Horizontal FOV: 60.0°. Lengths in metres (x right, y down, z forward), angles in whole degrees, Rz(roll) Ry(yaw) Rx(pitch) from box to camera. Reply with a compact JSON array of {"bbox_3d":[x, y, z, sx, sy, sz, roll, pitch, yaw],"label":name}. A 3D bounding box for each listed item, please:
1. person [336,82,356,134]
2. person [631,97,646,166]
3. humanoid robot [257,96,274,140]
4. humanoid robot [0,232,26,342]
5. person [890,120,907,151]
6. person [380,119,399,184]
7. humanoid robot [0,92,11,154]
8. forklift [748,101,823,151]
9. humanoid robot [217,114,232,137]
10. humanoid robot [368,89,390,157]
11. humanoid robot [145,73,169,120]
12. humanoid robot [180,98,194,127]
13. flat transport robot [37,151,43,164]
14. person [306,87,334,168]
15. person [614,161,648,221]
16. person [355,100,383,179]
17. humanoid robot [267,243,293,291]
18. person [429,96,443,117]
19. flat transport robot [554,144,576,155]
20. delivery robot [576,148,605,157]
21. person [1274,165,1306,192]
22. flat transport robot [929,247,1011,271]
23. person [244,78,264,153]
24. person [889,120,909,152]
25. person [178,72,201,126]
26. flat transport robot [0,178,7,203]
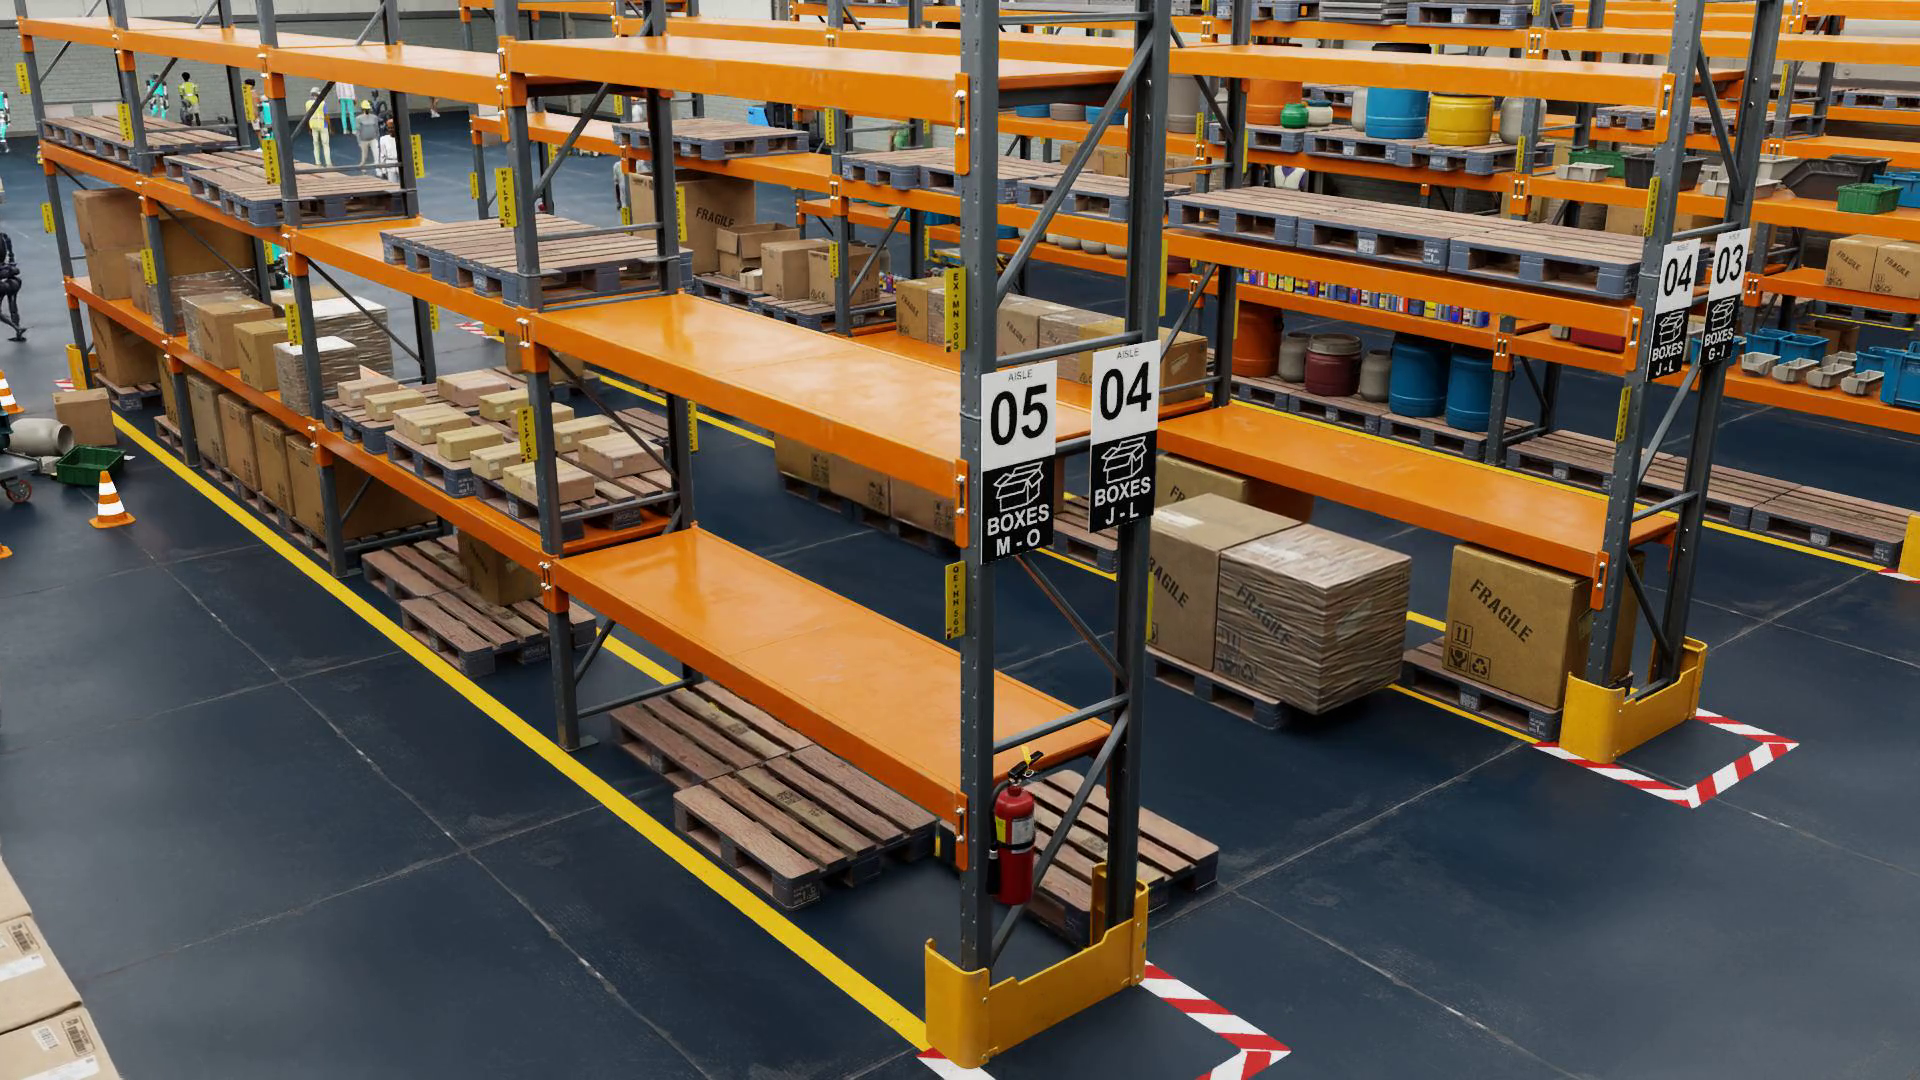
[{"bbox_3d":[-17.227,-12.380,46.688,0.499,1.914,0.368,2,19,5],"label":"person"},{"bbox_3d":[-7.272,-9.137,37.490,0.375,1.896,0.569,-2,19,-5],"label":"person"},{"bbox_3d":[-15.929,-9.334,38.294,0.918,1.772,0.544,16,25,38],"label":"humanoid robot"},{"bbox_3d":[-12.257,-3.361,21.368,0.427,1.647,0.601,3,20,7],"label":"humanoid robot"},{"bbox_3d":[-1.203,-7.407,32.817,0.519,1.712,0.476,-1,19,-4],"label":"person"},{"bbox_3d":[-10.572,-6.940,31.253,0.586,1.882,0.343,-1,19,-3],"label":"person"},{"bbox_3d":[-23.997,-10.451,41.467,0.530,1.730,0.983,-6,20,-16],"label":"humanoid robot"},{"bbox_3d":[-4.526,-11.368,42.374,1.129,2.768,1.873,-15,24,-37],"label":"forklift"},{"bbox_3d":[-15.510,-8.171,35.155,0.809,1.630,0.610,-2,19,-5],"label":"humanoid robot"},{"bbox_3d":[-14.461,-10.368,41.347,0.611,1.632,0.649,-3,20,-9],"label":"humanoid robot"},{"bbox_3d":[-22.044,-11.860,45.551,0.558,1.766,0.990,-2,19,-6],"label":"humanoid robot"},{"bbox_3d":[-18.071,-9.472,38.797,0.525,1.627,0.630,-1,19,-4],"label":"humanoid robot"},{"bbox_3d":[-22.060,-9.313,40.441,0.659,0.231,1.431,-10,21,-25],"label":"flat transport robot"},{"bbox_3d":[-14.876,-9.533,38.624,0.546,1.890,0.381,2,19,5],"label":"person"},{"bbox_3d":[-5.340,-5.576,27.287,0.643,1.935,0.661,6,20,18],"label":"person"},{"bbox_3d":[-13.291,-8.991,37.326,0.539,1.724,0.896,-14,24,-35],"label":"person"},{"bbox_3d":[-8.366,-3.262,20.865,0.716,1.712,0.530,-2,19,-6],"label":"humanoid robot"},{"bbox_3d":[-16.342,-14.035,51.474,0.516,1.863,0.468,16,25,38],"label":"person"},{"bbox_3d":[-9.886,-9.957,42.273,0.659,0.231,1.431,11,22,28],"label":"flat transport robot"},{"bbox_3d":[-9.206,-9.876,41.594,0.499,0.583,0.767,7,21,20],"label":"delivery robot"},{"bbox_3d":[5.331,-5.454,27.086,0.567,1.840,0.374,12,23,30],"label":"person"},{"bbox_3d":[0.174,-4.517,26.792,0.659,0.231,1.431,-13,23,-33],"label":"flat transport robot"},{"bbox_3d":[-17.830,-10.755,42.168,0.406,1.851,0.781,-7,20,-19],"label":"person"},{"bbox_3d":[-1.195,-7.799,33.974,0.597,1.706,0.952,-8,21,-21],"label":"person"},{"bbox_3d":[-21.648,-12.285,46.758,0.528,1.689,0.322,-13,23,-32],"label":"person"},{"bbox_3d":[-19.140,-6.313,31.903,0.659,0.231,1.431,-1,19,-3],"label":"flat transport robot"}]
